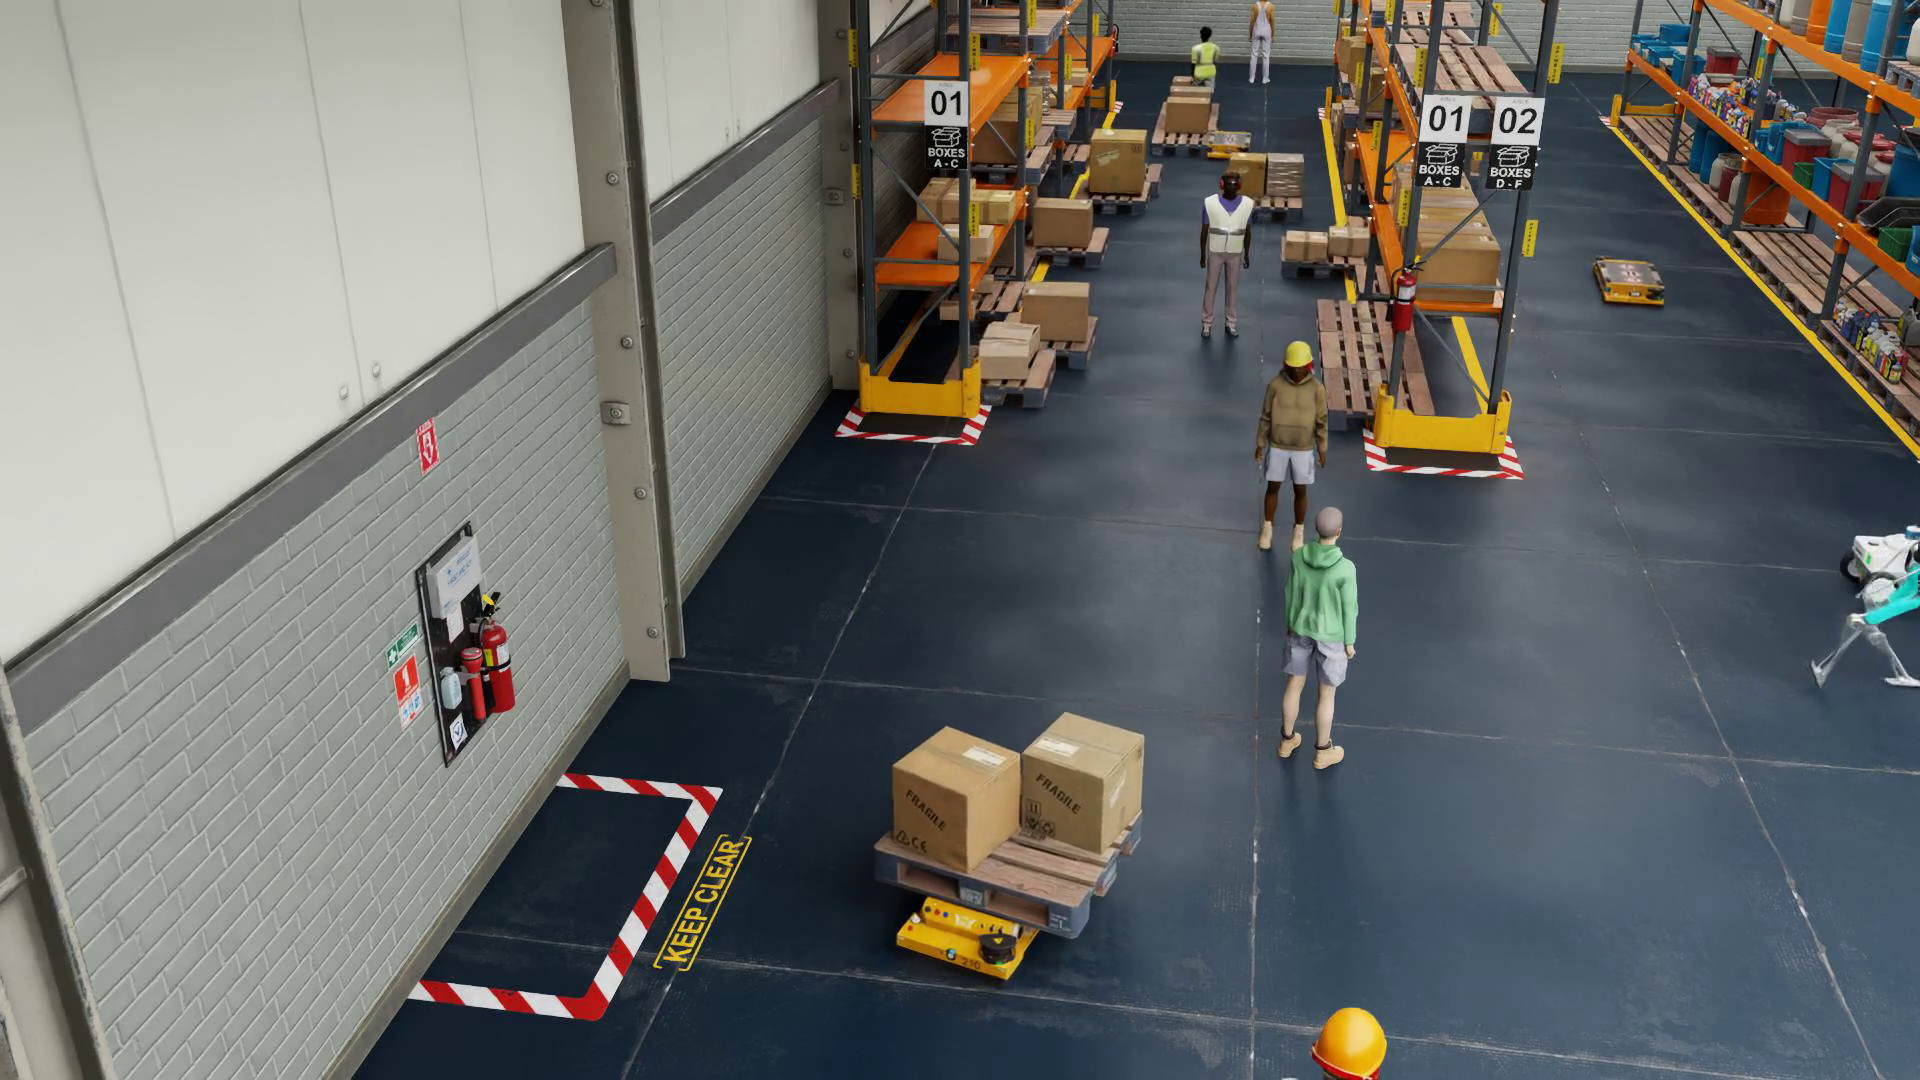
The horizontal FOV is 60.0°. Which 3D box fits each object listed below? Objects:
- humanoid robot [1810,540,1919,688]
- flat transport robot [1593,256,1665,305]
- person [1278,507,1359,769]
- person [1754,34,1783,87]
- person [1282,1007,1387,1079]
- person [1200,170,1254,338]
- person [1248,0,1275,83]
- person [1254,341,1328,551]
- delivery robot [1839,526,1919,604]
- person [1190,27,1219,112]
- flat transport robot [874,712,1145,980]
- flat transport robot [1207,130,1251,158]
[{"bbox_3d":[6.212,0.237,11.155,0.918,1.802,0.552,4,25,8],"label":"humanoid robot"},{"bbox_3d":[8.056,-3.126,20.049,0.659,0.231,1.431,6,26,13],"label":"flat transport robot"},{"bbox_3d":[2.217,0.612,10.315,0.475,1.736,0.342,18,30,33],"label":"person"},{"bbox_3d":[15.842,-9.758,32.474,0.312,1.768,0.526,-18,31,-34],"label":"person"},{"bbox_3d":[1.342,2.496,6.096,0.584,1.894,0.365,14,28,27],"label":"person"},{"bbox_3d":[2.900,-3.139,18.208,0.563,1.849,0.390,-1,25,-3],"label":"person"},{"bbox_3d":[5.965,-9.994,32.865,0.510,1.864,0.364,6,26,13],"label":"person"},{"bbox_3d":[2.635,-0.753,13.215,0.560,1.755,0.415,7,26,15],"label":"person"},{"bbox_3d":[7.147,0.185,12.626,0.775,0.596,0.499,3,25,7],"label":"delivery robot"},{"bbox_3d":[4.248,-8.137,29.139,0.536,1.649,0.900,-4,25,-9],"label":"person"},{"bbox_3d":[0.261,1.888,9.316,0.659,0.231,1.431,12,27,23],"label":"flat transport robot"},{"bbox_3d":[4.406,-6.458,27.180,0.659,0.231,1.431,4,25,9],"label":"flat transport robot"}]
